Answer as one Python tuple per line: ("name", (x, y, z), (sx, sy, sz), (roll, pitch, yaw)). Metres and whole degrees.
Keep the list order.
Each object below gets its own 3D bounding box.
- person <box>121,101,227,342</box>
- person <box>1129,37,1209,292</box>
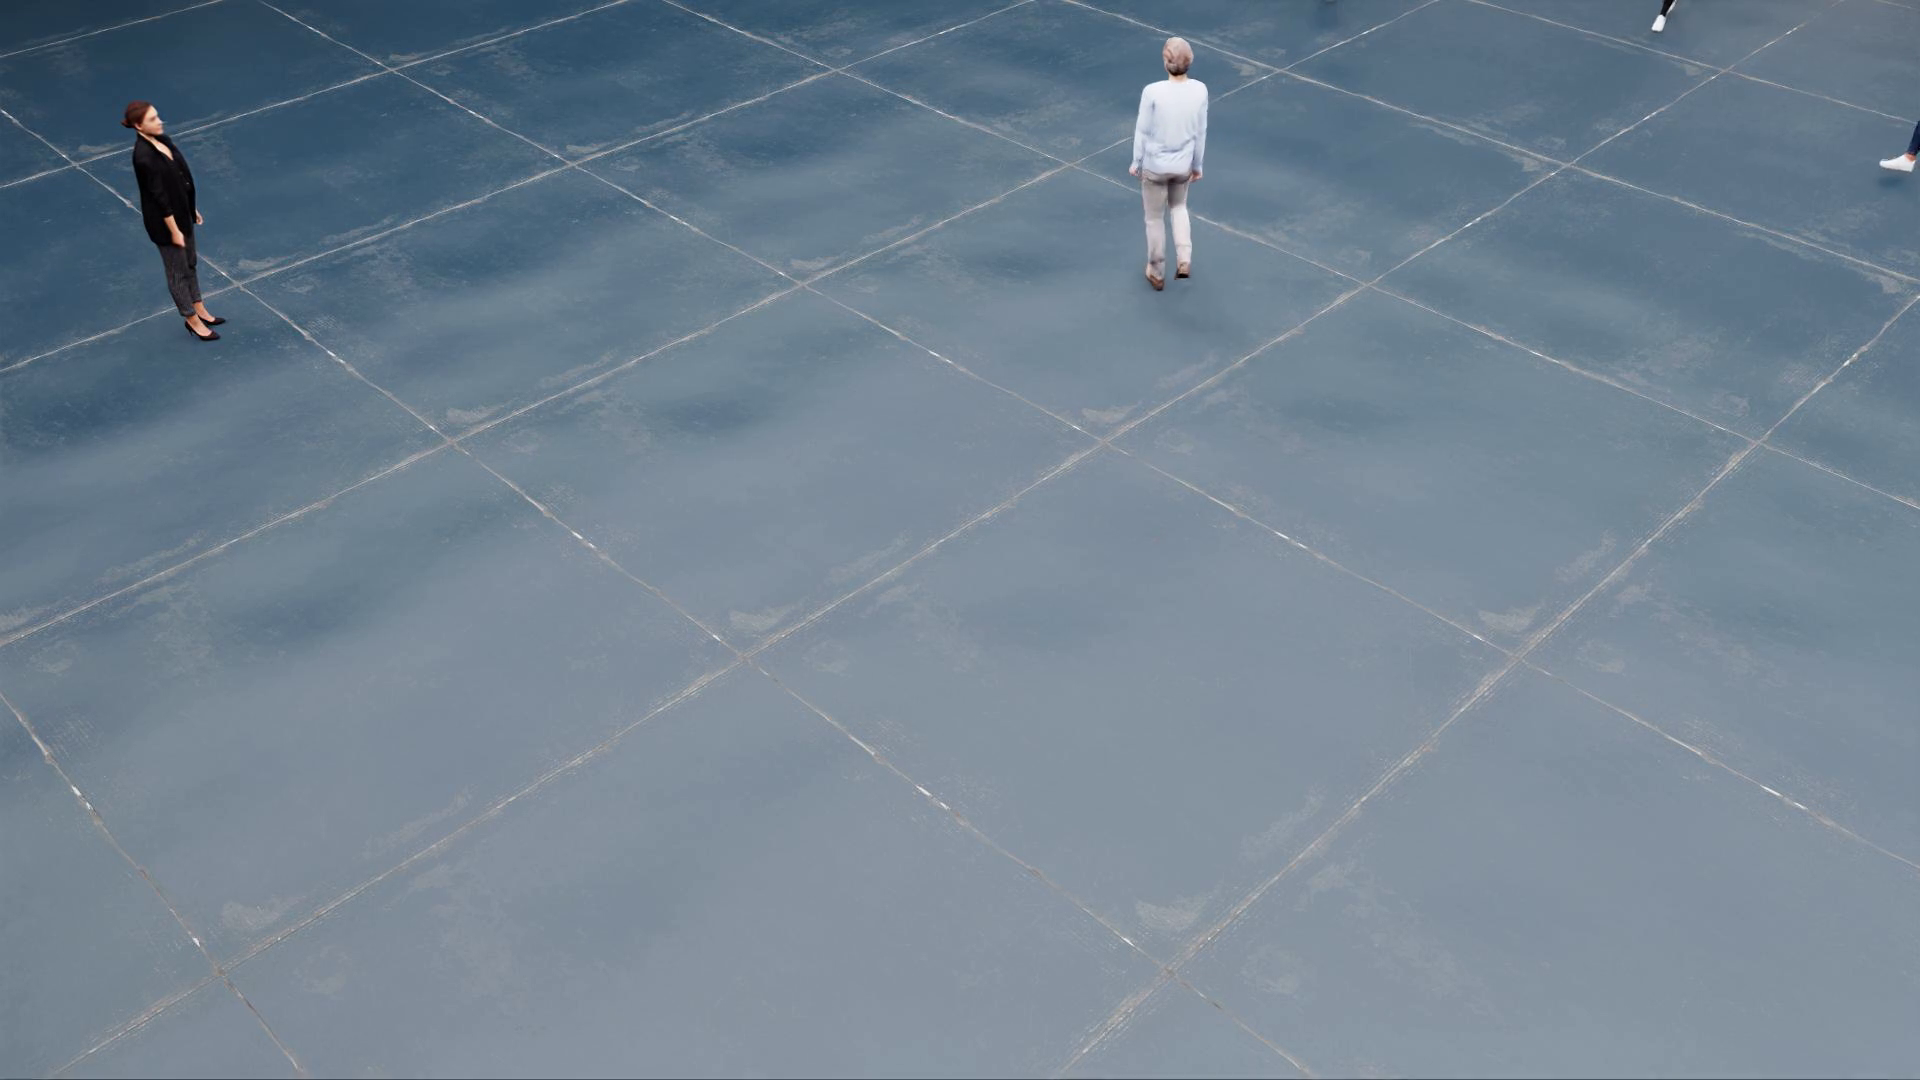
("person", (-5.423, -2.194, 11.431), (0.765, 1.719, 0.729), (-4, 37, -6))
("person", (1.509, -2.619, 11.858), (0.849, 1.879, 0.902), (-7, 38, -10))
